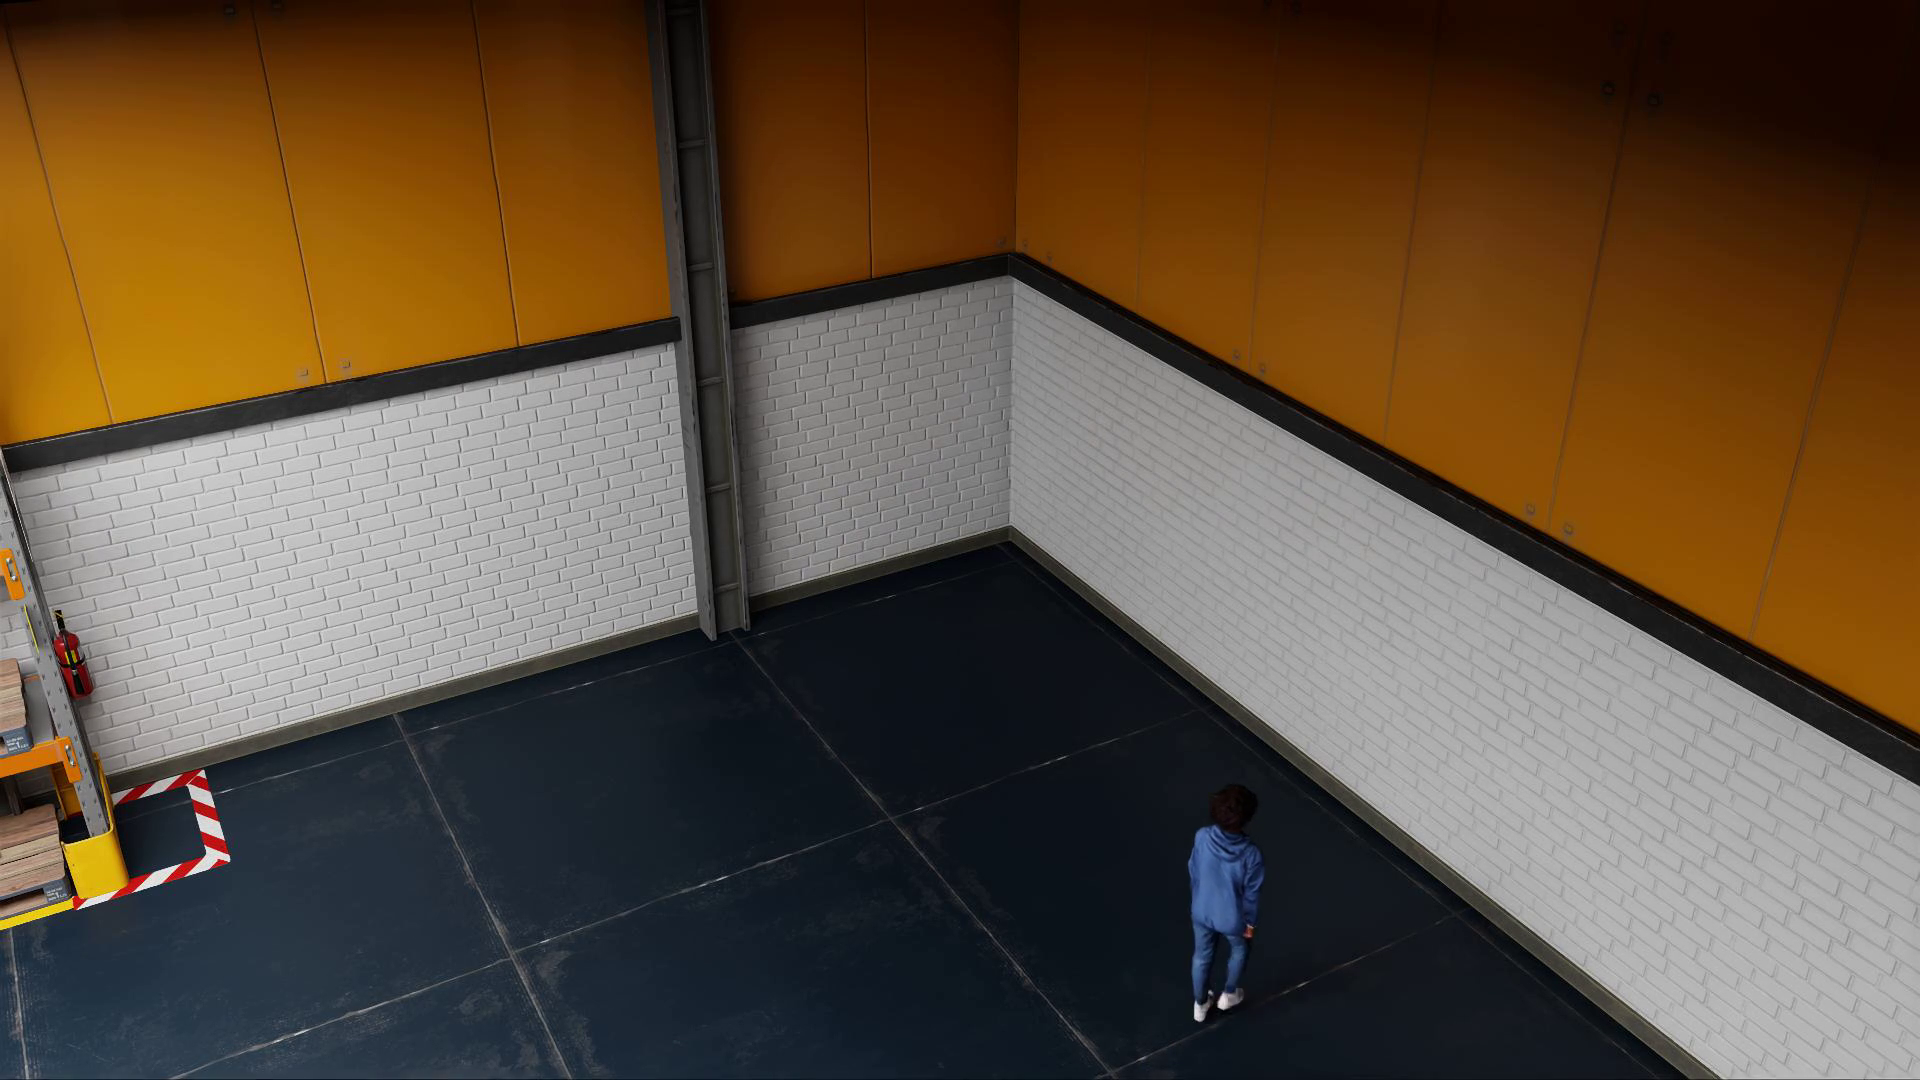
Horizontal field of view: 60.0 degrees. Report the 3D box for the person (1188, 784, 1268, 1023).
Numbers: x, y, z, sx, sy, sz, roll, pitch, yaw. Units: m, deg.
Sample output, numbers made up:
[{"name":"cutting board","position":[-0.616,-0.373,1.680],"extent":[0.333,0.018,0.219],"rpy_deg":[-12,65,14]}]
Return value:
[{"name":"person","position":[1.647,2.384,10.630],"extent":[0.804,1.794,0.814],"rpy_deg":[16,32,26]}]
